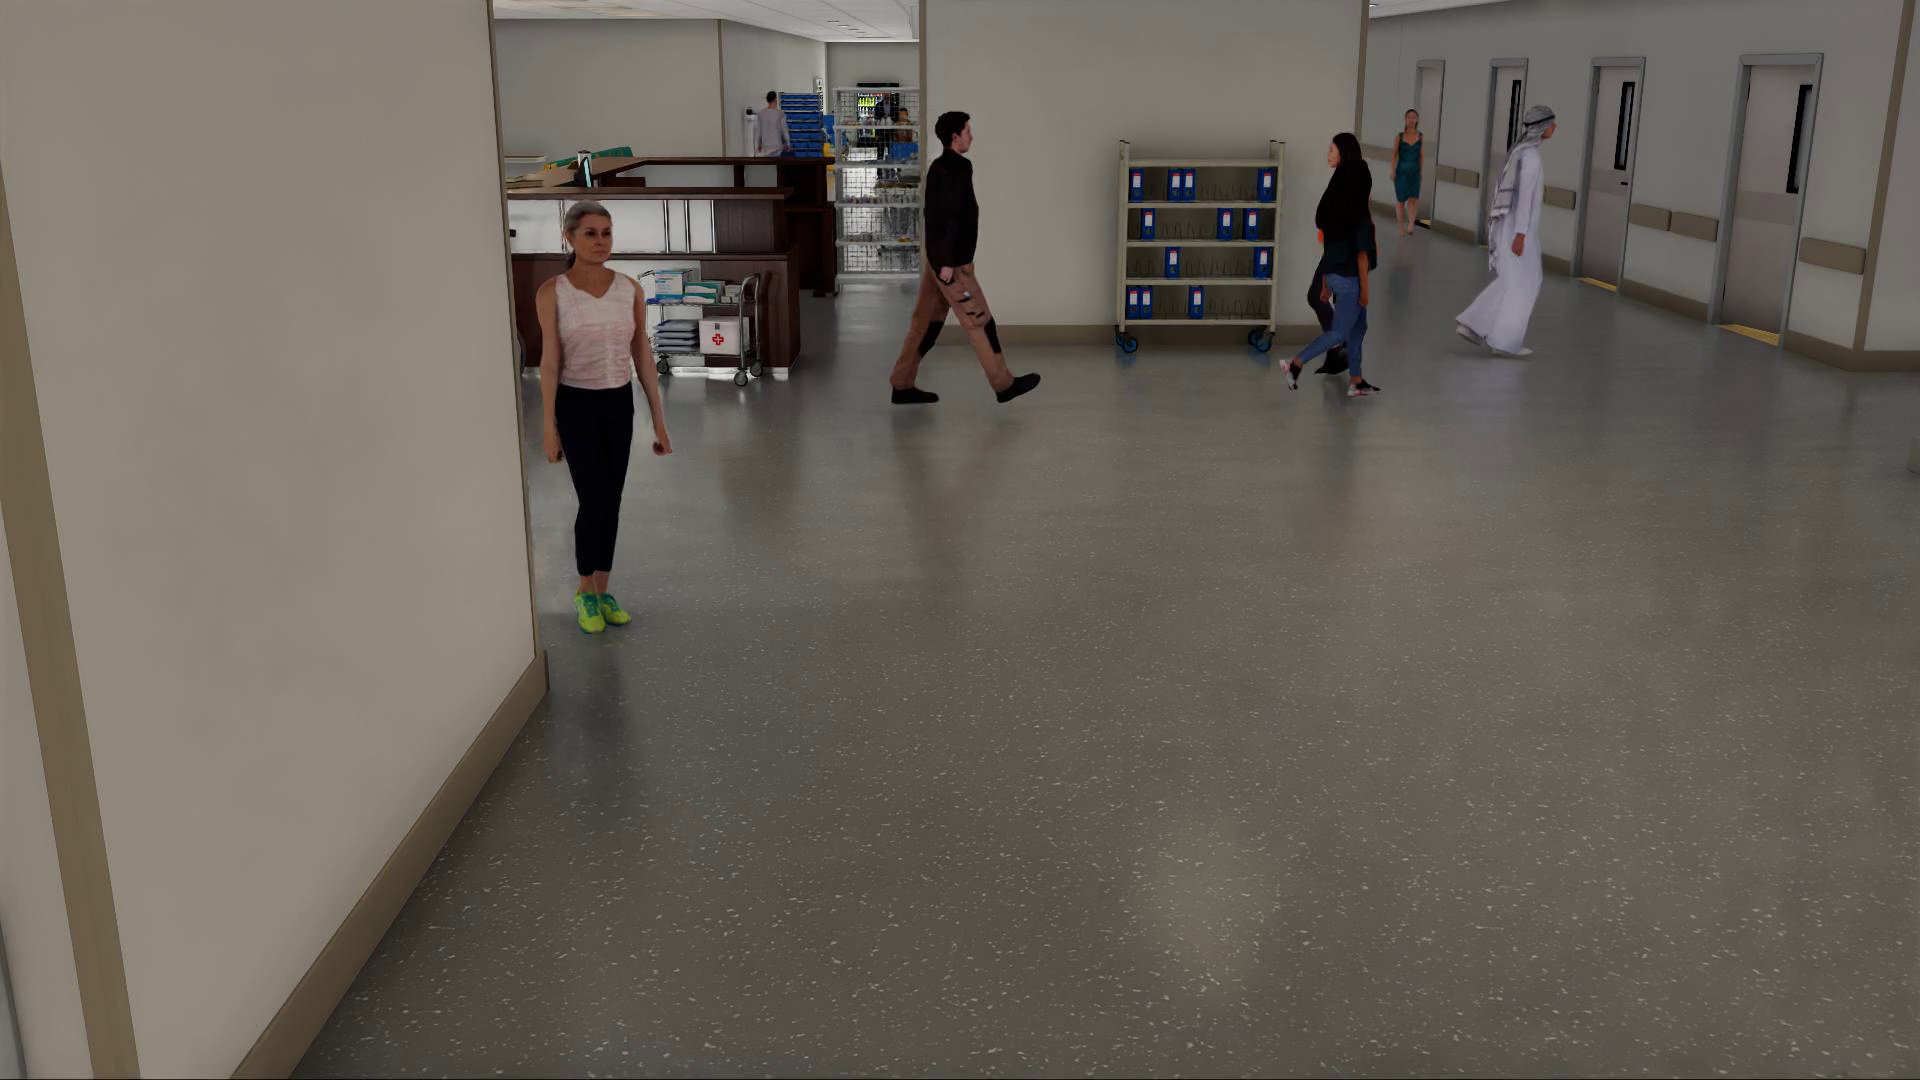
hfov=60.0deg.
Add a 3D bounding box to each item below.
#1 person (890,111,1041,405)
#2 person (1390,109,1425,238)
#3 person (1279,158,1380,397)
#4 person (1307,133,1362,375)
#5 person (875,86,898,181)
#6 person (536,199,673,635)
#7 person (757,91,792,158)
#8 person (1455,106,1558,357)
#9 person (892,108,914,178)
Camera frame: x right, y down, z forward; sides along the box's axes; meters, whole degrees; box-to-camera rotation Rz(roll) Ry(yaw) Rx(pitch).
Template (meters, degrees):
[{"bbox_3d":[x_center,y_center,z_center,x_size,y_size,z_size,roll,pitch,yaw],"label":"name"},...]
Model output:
[{"bbox_3d":[-0.147,-1.746,10.713,1.322,1.870,0.963,-5,16,-16],"label":"person"},{"bbox_3d":[5.874,-4.777,21.881,1.004,1.643,0.743,2,16,8],"label":"person"},{"bbox_3d":[2.501,-1.699,11.071,1.105,1.586,0.810,-5,17,-18],"label":"person"},{"bbox_3d":[2.846,-2.044,12.012,0.700,1.738,0.701,6,17,20],"label":"person"},{"bbox_3d":[-1.508,-8.323,34.044,0.575,1.868,0.722,-2,16,-9],"label":"person"},{"bbox_3d":[-1.480,-0.489,6.583,0.740,1.691,0.807,-13,20,-38],"label":"person"},{"bbox_3d":[-3.261,-6.777,28.708,1.198,1.789,1.025,5,17,19],"label":"person"},{"bbox_3d":[4.244,-2.364,12.855,0.893,1.897,0.778,1,16,3],"label":"person"},{"bbox_3d":[-1.159,-8.104,34.057,0.689,1.440,0.666,-1,16,-4],"label":"person"}]
